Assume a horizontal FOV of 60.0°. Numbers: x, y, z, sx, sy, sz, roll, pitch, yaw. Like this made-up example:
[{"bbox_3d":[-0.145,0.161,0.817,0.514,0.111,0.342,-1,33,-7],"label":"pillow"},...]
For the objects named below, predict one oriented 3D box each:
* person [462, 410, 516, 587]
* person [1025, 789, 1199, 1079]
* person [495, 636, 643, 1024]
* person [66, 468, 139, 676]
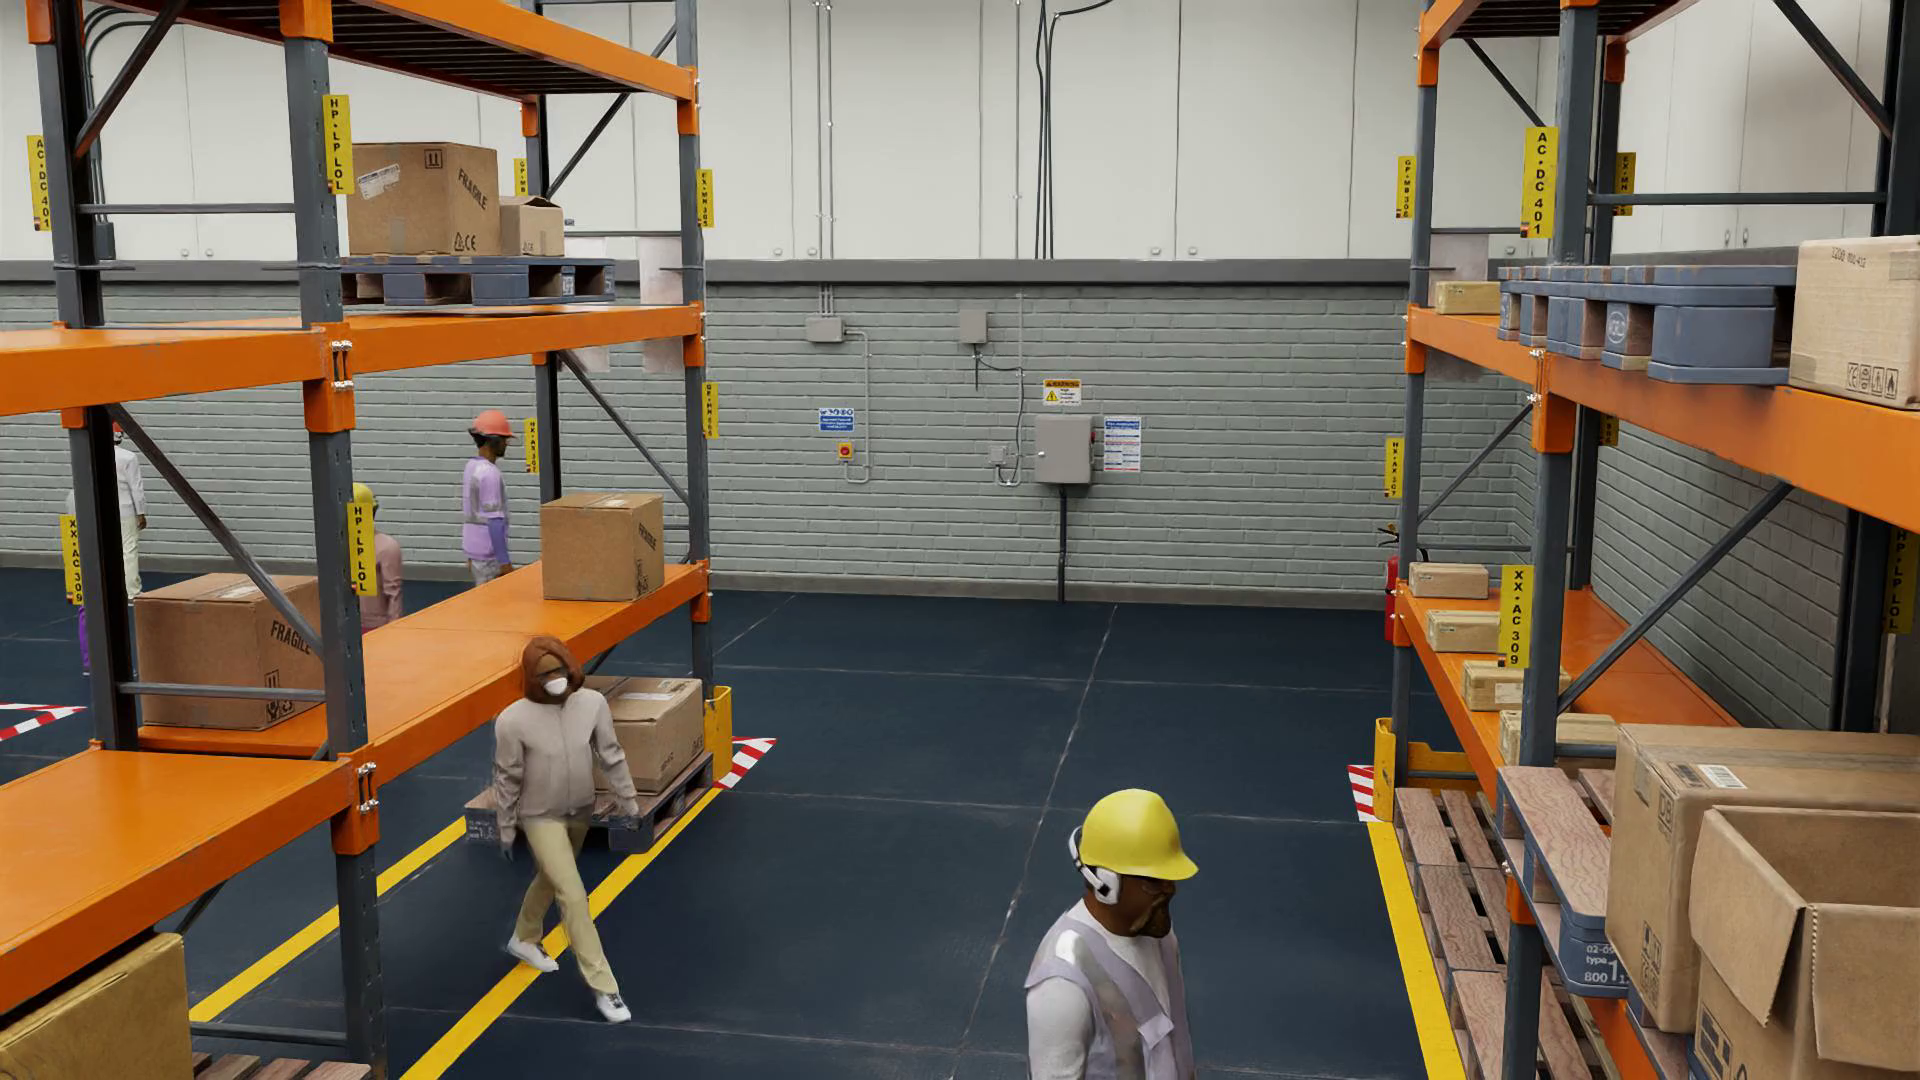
[{"bbox_3d":[-3.401,0.072,12.103,0.416,2.032,0.643,-4,10,-24],"label":"person"},{"bbox_3d":[0.368,1.481,4.055,0.408,1.824,0.586,5,10,28],"label":"person"},{"bbox_3d":[-1.658,1.138,6.908,0.888,1.576,0.581,9,13,44],"label":"person"},{"bbox_3d":[-6.413,0.161,12.402,0.561,1.745,0.339,9,13,43],"label":"person"}]
